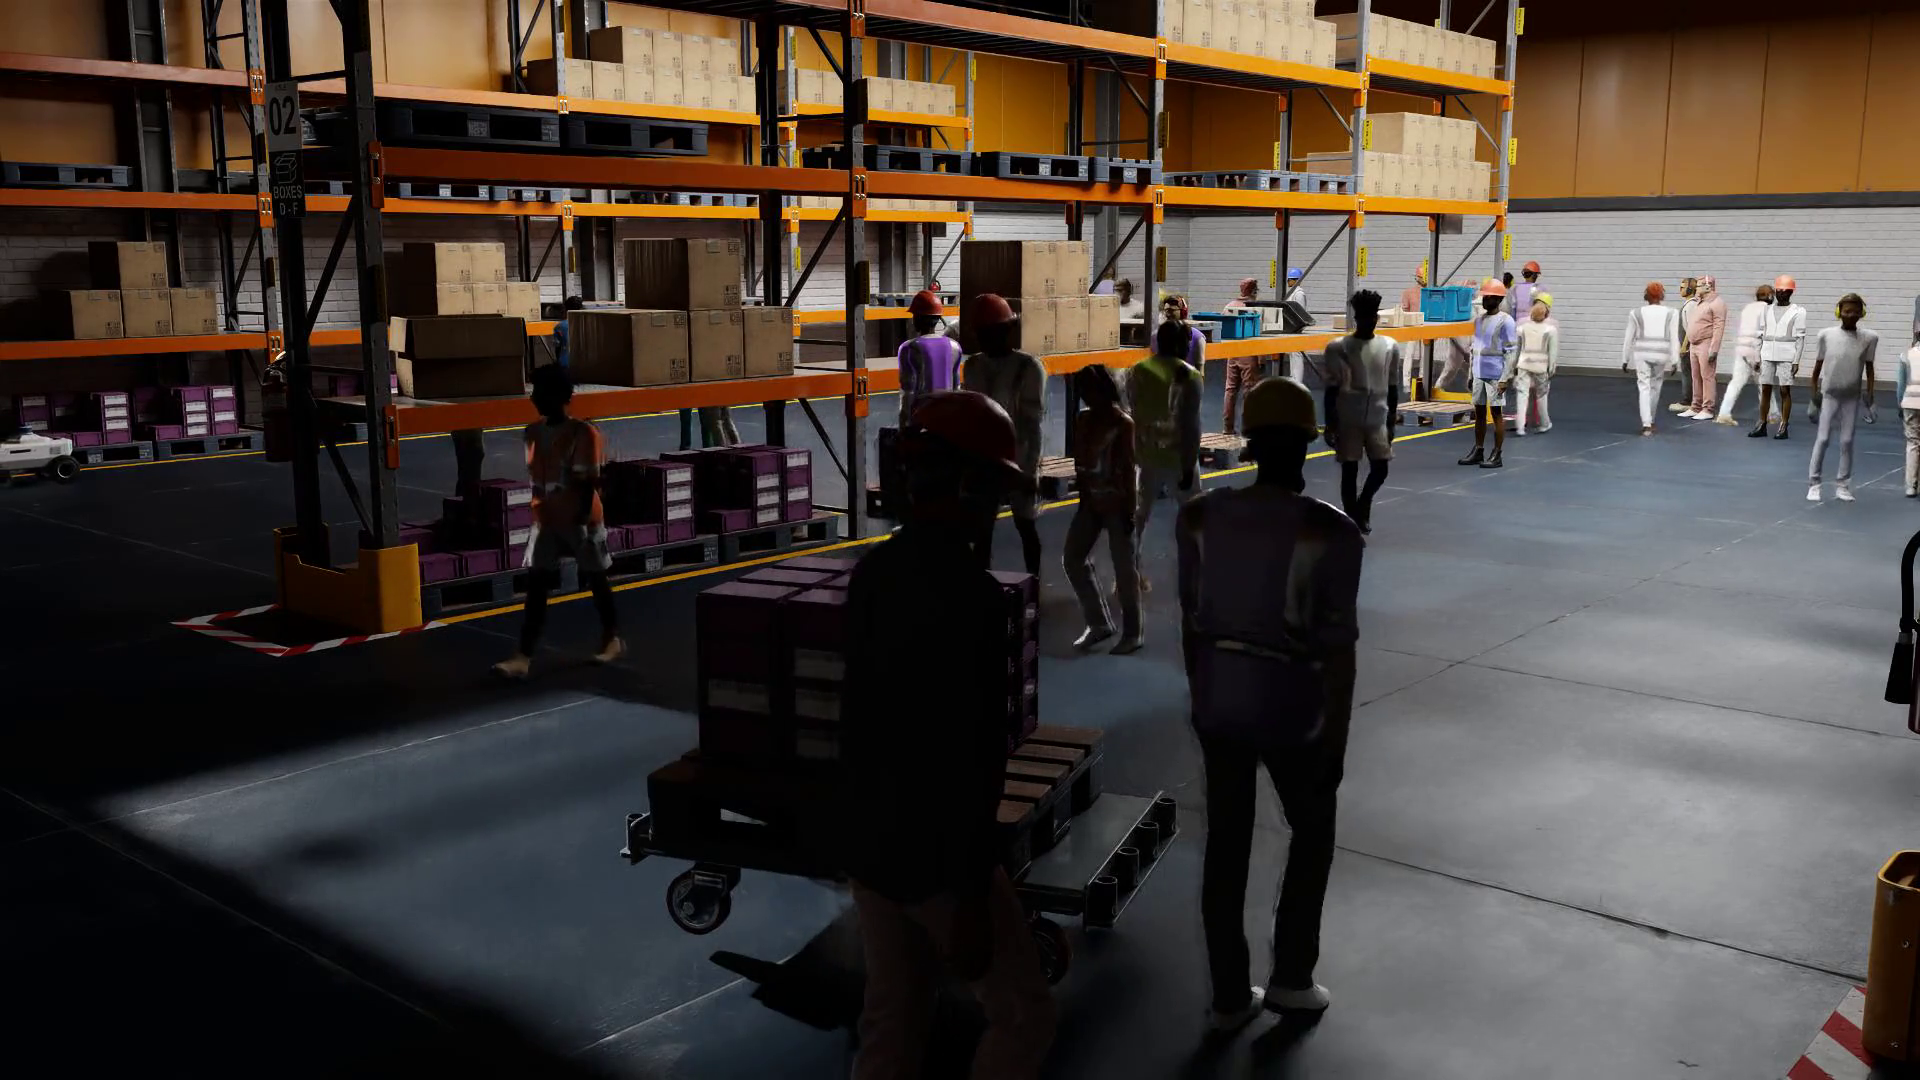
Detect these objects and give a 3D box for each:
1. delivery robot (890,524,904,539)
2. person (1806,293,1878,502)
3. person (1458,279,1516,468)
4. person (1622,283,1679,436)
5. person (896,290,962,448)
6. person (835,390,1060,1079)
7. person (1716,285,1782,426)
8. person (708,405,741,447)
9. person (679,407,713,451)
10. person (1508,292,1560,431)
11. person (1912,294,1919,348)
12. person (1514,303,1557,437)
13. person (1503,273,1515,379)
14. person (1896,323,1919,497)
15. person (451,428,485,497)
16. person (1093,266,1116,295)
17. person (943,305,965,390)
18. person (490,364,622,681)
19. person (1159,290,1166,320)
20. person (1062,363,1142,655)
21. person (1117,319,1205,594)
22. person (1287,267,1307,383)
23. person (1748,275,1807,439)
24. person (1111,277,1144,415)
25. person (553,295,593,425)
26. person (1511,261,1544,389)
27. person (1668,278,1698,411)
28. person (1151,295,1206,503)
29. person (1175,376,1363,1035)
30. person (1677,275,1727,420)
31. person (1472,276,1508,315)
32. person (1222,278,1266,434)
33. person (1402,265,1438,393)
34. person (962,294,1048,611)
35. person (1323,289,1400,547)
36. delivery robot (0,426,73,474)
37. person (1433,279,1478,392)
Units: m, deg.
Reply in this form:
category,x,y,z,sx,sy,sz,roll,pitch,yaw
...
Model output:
category,x,y,z,sx,sy,sz,roll,pitch,yaw
delivery robot,-0.208,-0.022,11.196,0.477,0.478,0.707,3,11,18
person,7.873,-1.269,14.830,0.538,1.871,0.328,3,10,18
person,5.434,-1.708,17.116,0.354,1.942,0.545,-5,11,-27
person,8.400,-2.207,20.270,0.597,1.824,1.000,3,10,17
person,-0.245,-0.894,12.476,0.551,1.942,0.344,-7,12,-35
person,-0.025,0.667,3.566,0.593,1.945,0.696,-5,11,-28
person,10.084,-2.327,21.078,0.984,1.784,0.654,-3,11,-19
person,-2.343,-1.515,16.357,0.373,1.833,0.665,2,10,14
person,-2.753,-1.620,17.127,0.523,1.763,0.329,4,11,20
person,7.132,-2.207,20.640,0.565,1.714,0.833,3,10,15
person,13.970,-2.879,23.787,0.632,1.938,0.359,4,11,24
person,6.911,-2.044,20.007,0.527,1.590,0.854,7,12,33
person,9.346,-3.664,28.564,0.567,1.843,0.727,7,12,34
person,8.749,-1.189,15.087,0.394,1.603,0.560,-7,12,-34
person,-3.659,-0.734,12.446,0.285,1.633,0.498,-6,11,-29
person,2.730,-4.050,30.456,0.630,1.940,0.372,6,11,29
person,0.105,-1.663,17.171,0.600,1.830,0.403,-7,12,-35
person,-2.103,-0.094,8.735,0.541,1.646,0.868,5,11,26
person,2.558,-2.466,22.105,0.888,1.696,0.506,1,10,8
person,0.802,-0.166,9.231,0.498,1.616,0.623,-6,12,-32
person,1.392,-0.548,10.934,0.623,1.790,0.960,9,13,42
person,5.289,-3.326,26.306,0.396,1.946,0.617,0,10,1
person,9.695,-2.165,19.714,0.350,1.942,0.545,-9,13,-41
person,1.855,-2.157,19.772,0.639,1.901,0.884,9,13,41
person,-4.559,-2.049,19.743,0.535,1.699,0.322,2,10,14
person,9.147,-3.454,26.763,0.369,2.045,0.608,-7,12,-33
person,10.080,-2.707,23.079,0.346,1.846,0.505,5,11,27
person,1.915,-1.250,14.775,0.564,1.846,0.390,8,13,40
person,0.897,0.479,4.809,0.583,1.894,0.563,7,12,33
person,9.803,-2.540,21.967,0.403,1.904,0.637,0,10,-2
person,8.371,-3.271,26.392,0.594,1.807,0.693,4,11,22
person,3.446,-2.195,20.029,0.395,1.899,0.637,-9,13,-41
person,7.183,-3.289,25.976,0.609,1.992,0.383,-1,10,-7
person,0.235,-0.455,9.885,0.631,1.983,1.017,7,12,34
person,3.038,-0.928,12.637,0.611,1.948,0.456,-1,10,-4
delivery robot,-8.879,-0.840,15.851,0.477,0.478,0.707,9,14,43
person,6.800,-2.602,22.502,1.027,1.849,0.660,5,11,26
